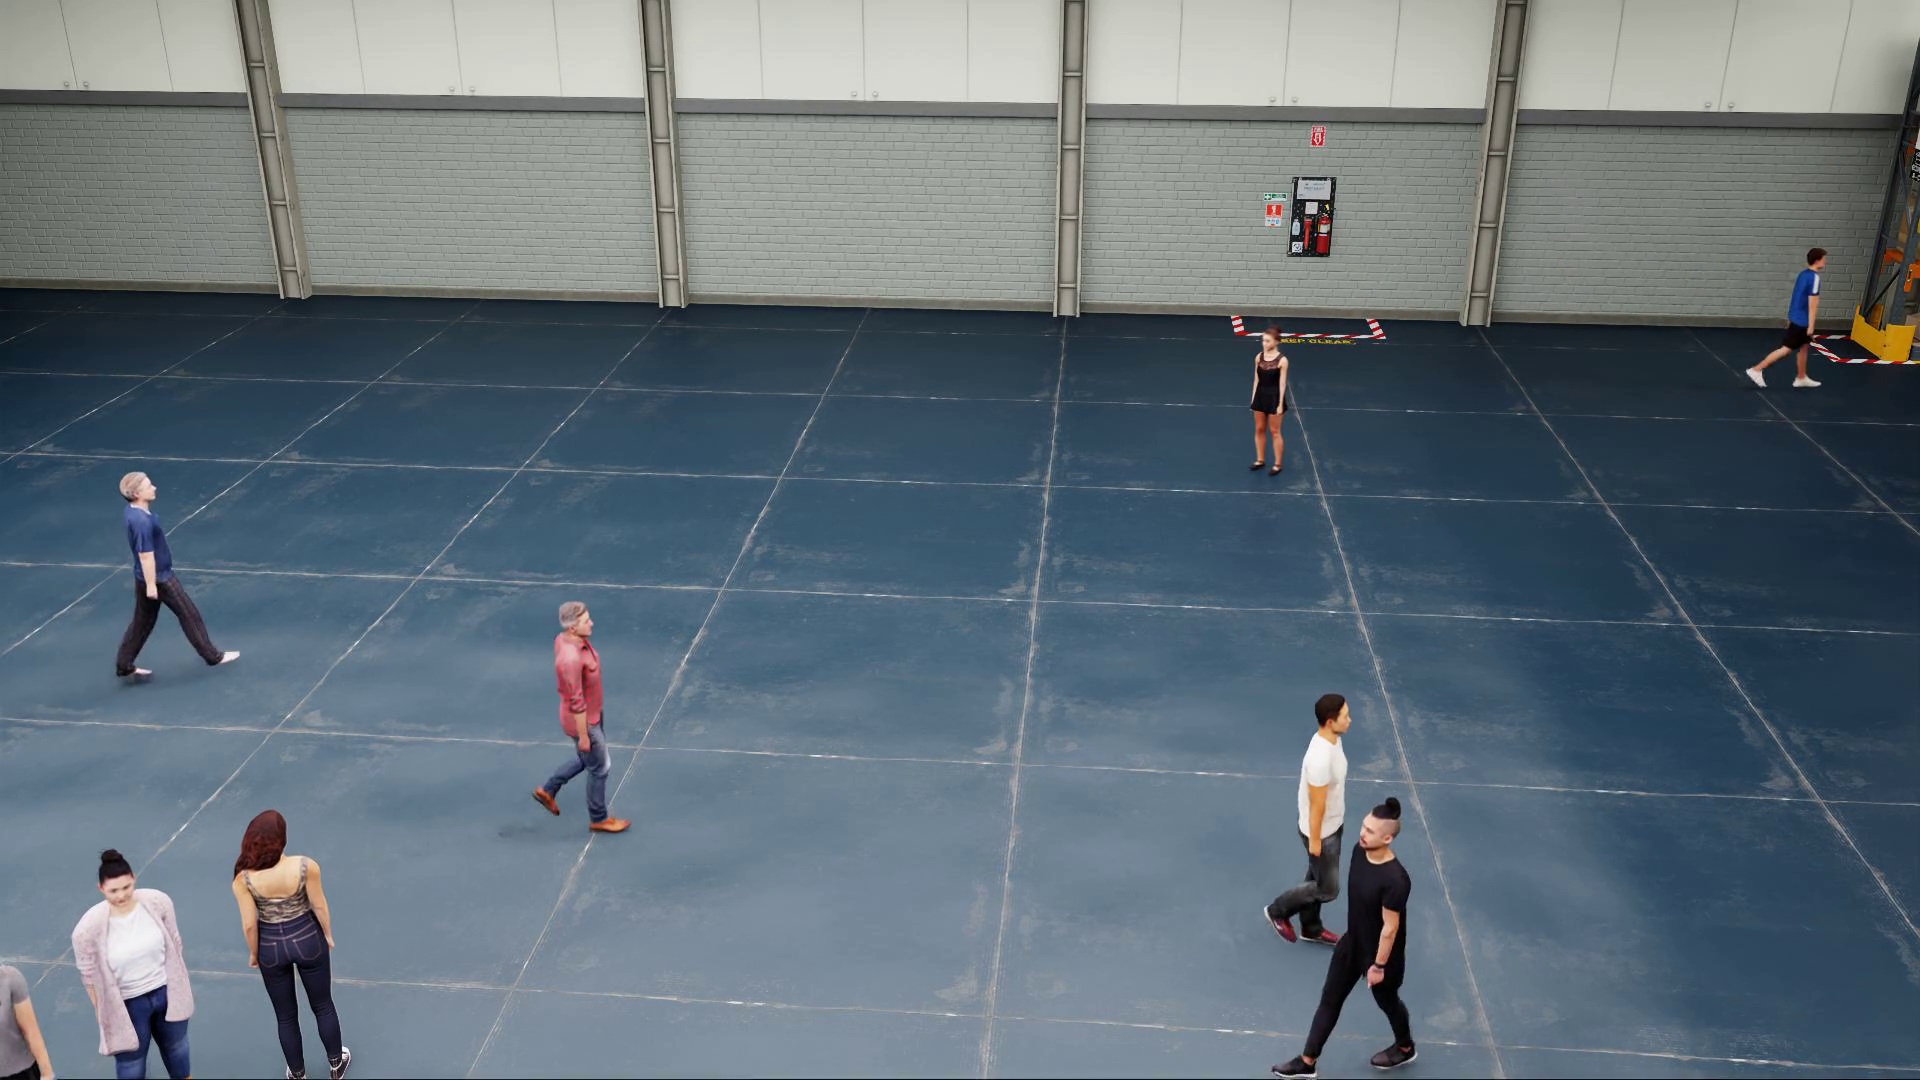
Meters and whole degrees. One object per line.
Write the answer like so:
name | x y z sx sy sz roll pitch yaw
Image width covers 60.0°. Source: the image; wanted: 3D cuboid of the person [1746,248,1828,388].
person | 10.638 -2.808 21.261 1.204 1.827 0.685 4 23 9

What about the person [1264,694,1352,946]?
person | 2.203 1.782 10.503 0.835 1.798 0.769 8 24 19

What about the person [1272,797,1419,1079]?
person | 2.386 2.268 9.336 1.246 1.817 0.979 -7 24 -16

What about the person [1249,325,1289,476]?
person | 3.459 -1.566 18.537 0.684 1.673 0.755 20 30 39

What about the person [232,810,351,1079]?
person | -3.745 2.300 9.323 0.638 1.769 0.754 -10 25 -22

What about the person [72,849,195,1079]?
person | -4.457 2.435 9.040 0.793 1.742 0.845 -20 30 -38

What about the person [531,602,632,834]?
person | -2.740 1.262 11.707 1.009 1.814 0.861 -5 24 -12

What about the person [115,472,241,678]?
person | -6.802 0.345 13.858 1.280 1.817 1.134 -13 26 -29
